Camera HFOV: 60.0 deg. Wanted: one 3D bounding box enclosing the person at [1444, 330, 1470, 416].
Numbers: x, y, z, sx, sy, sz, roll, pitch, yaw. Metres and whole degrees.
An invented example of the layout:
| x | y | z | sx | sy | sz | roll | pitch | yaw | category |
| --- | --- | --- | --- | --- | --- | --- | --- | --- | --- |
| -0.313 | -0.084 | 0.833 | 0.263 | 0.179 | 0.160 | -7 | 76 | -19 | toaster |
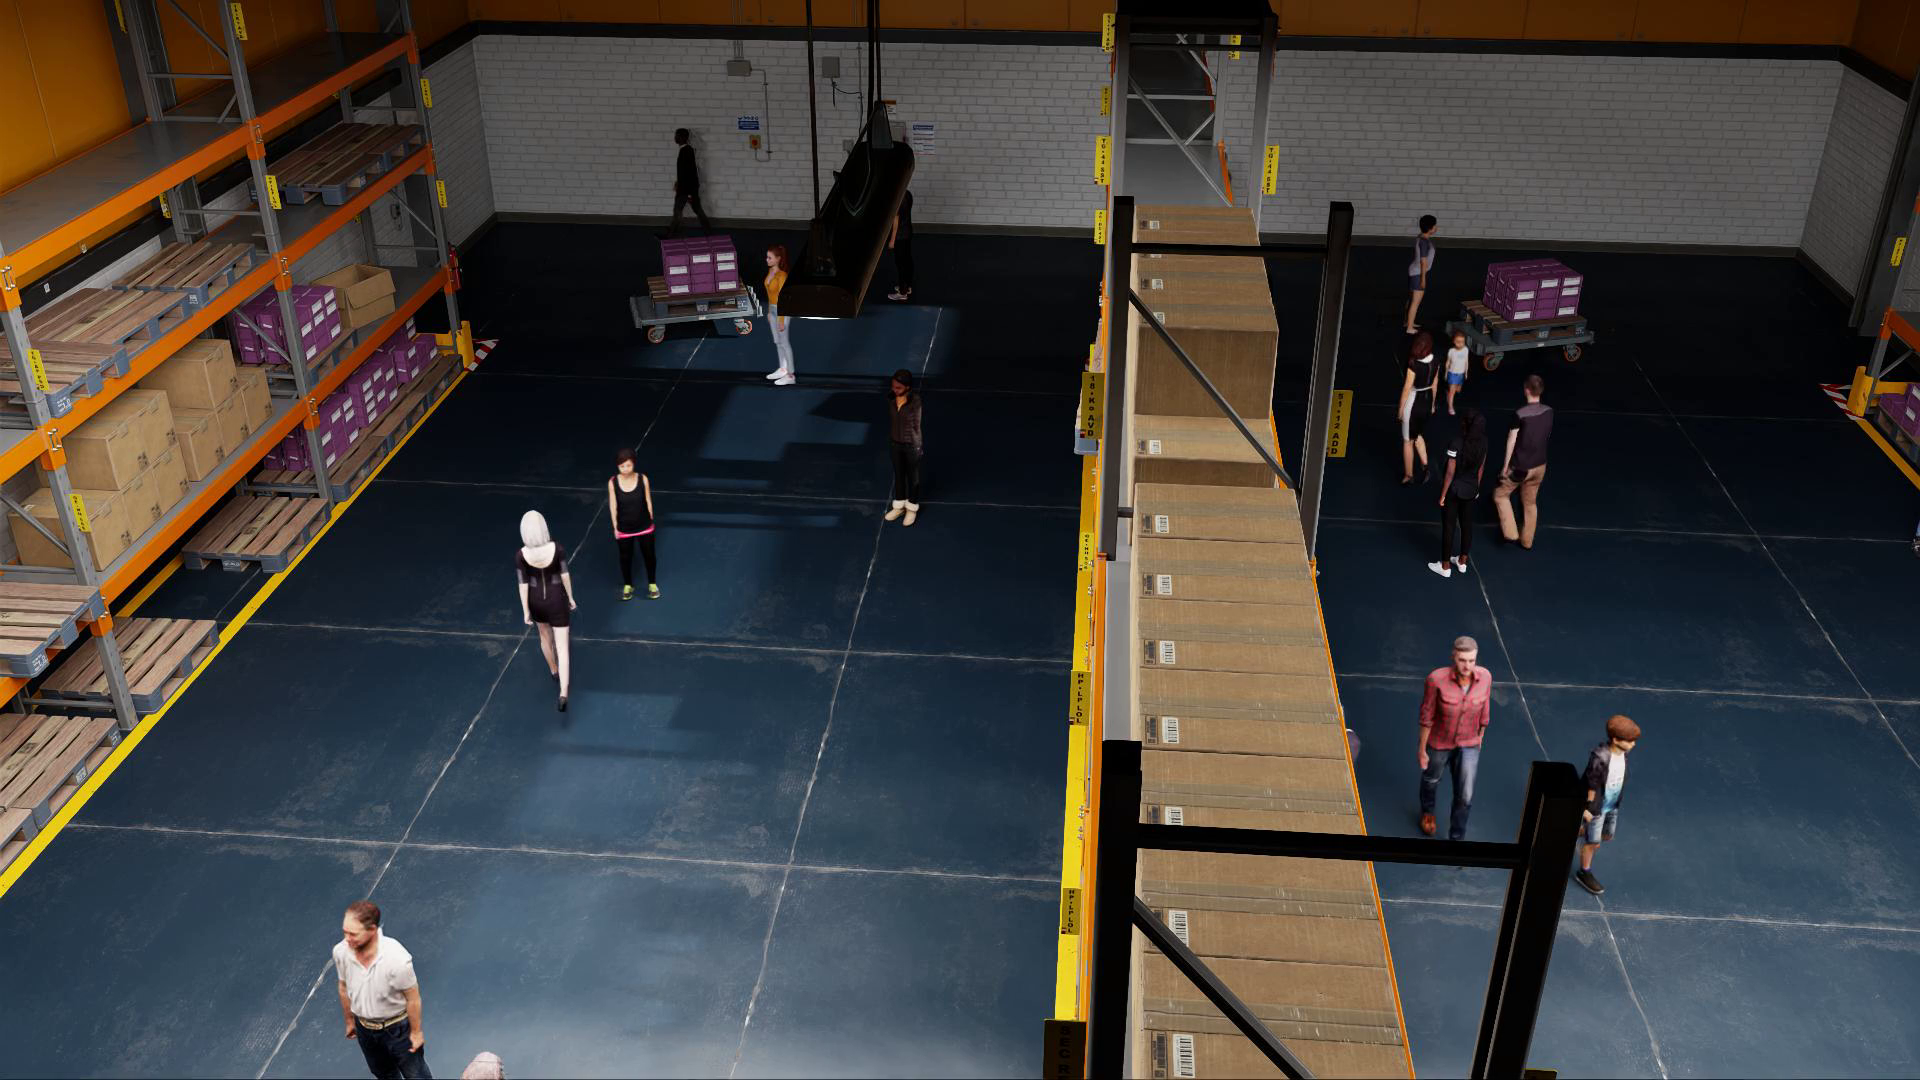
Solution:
| x | y | z | sx | sy | sz | roll | pitch | yaw | category |
| --- | --- | --- | --- | --- | --- | --- | --- | --- | --- |
| 5.816 | -1.990 | 19.530 | 0.507 | 1.007 | 0.657 | -4 | 29 | -7 | person |

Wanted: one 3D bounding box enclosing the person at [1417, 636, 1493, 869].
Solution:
| x | y | z | sx | sy | sz | roll | pitch | yaw | category |
| --- | --- | --- | --- | --- | --- | --- | --- | --- | --- |
| 3.630 | 1.448 | 12.396 | 0.744 | 1.802 | 0.958 | 1 | 29 | 1 | person |

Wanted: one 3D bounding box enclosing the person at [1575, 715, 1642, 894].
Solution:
| x | y | z | sx | sy | sz | roll | pitch | yaw | category |
| --- | --- | --- | --- | --- | --- | --- | --- | --- | --- |
| 4.590 | 1.856 | 12.031 | 0.758 | 1.436 | 0.851 | -16 | 32 | -26 | person |

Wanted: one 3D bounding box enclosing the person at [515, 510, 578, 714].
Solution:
| x | y | z | sx | sy | sz | roll | pitch | yaw | category |
| --- | --- | --- | --- | --- | --- | --- | --- | --- | --- |
| -3.432 | 0.613 | 13.937 | 0.838 | 1.794 | 1.215 | -6 | 29 | -11 | person |

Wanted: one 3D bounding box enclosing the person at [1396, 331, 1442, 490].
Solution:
| x | y | z | sx | sy | sz | roll | pitch | yaw | category |
| --- | --- | --- | --- | --- | --- | --- | --- | --- | --- |
| 4.866 | -1.318 | 17.485 | 0.774 | 1.785 | 0.843 | -14 | 31 | -23 | person |

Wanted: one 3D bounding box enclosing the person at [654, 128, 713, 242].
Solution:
| x | y | z | sx | sy | sz | roll | pitch | yaw | category |
| --- | --- | --- | --- | --- | --- | --- | --- | --- | --- |
| -3.926 | -5.175 | 24.584 | 0.761 | 1.758 | 1.061 | 4 | 29 | 8 | person |

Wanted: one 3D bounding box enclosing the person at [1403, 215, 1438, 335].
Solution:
| x | y | z | sx | sy | sz | roll | pitch | yaw | category |
| --- | --- | --- | --- | --- | --- | --- | --- | --- | --- |
| 5.992 | -3.483 | 21.684 | 0.615 | 1.566 | 0.443 | 2 | 29 | 4 | person |

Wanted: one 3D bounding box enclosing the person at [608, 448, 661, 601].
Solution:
| x | y | z | sx | sy | sz | roll | pitch | yaw | category |
| --- | --- | --- | --- | --- | --- | --- | --- | --- | --- |
| -3.067 | -0.168 | 15.624 | 0.600 | 1.549 | 0.600 | -6 | 29 | -11 | person |

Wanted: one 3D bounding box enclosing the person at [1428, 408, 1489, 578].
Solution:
| x | y | z | sx | sy | sz | roll | pitch | yaw | category |
| --- | --- | --- | --- | --- | --- | --- | --- | --- | --- |
| 4.806 | -0.467 | 15.985 | 0.698 | 1.729 | 0.703 | -11 | 31 | -20 | person |

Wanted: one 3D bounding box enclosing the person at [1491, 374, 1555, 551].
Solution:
| x | y | z | sx | sy | sz | roll | pitch | yaw | category |
| --- | --- | --- | --- | --- | --- | --- | --- | --- | --- |
| 5.595 | -0.706 | 16.324 | 0.847 | 1.823 | 0.855 | -10 | 30 | -18 | person |

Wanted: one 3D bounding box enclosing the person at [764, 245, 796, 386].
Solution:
| x | y | z | sx | sy | sz | roll | pitch | yaw | category |
| --- | --- | --- | --- | --- | --- | --- | --- | --- | --- |
| -2.182 | -2.736 | 20.124 | 0.717 | 1.748 | 0.630 | -13 | 31 | -23 | person |

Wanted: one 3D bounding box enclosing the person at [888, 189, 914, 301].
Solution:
| x | y | z | sx | sy | sz | roll | pitch | yaw | category |
| --- | --- | --- | --- | --- | --- | --- | --- | --- | --- |
| -0.795 | -4.166 | 22.727 | 0.740 | 1.764 | 0.569 | 9 | 30 | 16 | person |

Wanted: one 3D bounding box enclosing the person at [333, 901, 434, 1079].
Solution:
| x | y | z | sx | sy | sz | roll | pitch | yaw | category |
| --- | --- | --- | --- | --- | --- | --- | --- | --- | --- |
| -3.361 | 2.837 | 9.795 | 0.721 | 1.854 | 0.650 | 9 | 30 | 17 | person |

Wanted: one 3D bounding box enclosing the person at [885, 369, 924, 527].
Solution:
| x | y | z | sx | sy | sz | roll | pitch | yaw | category |
| --- | --- | --- | --- | --- | --- | --- | --- | --- | --- |
| -0.552 | -0.991 | 17.015 | 0.715 | 1.660 | 0.661 | 3 | 29 | 6 | person |
